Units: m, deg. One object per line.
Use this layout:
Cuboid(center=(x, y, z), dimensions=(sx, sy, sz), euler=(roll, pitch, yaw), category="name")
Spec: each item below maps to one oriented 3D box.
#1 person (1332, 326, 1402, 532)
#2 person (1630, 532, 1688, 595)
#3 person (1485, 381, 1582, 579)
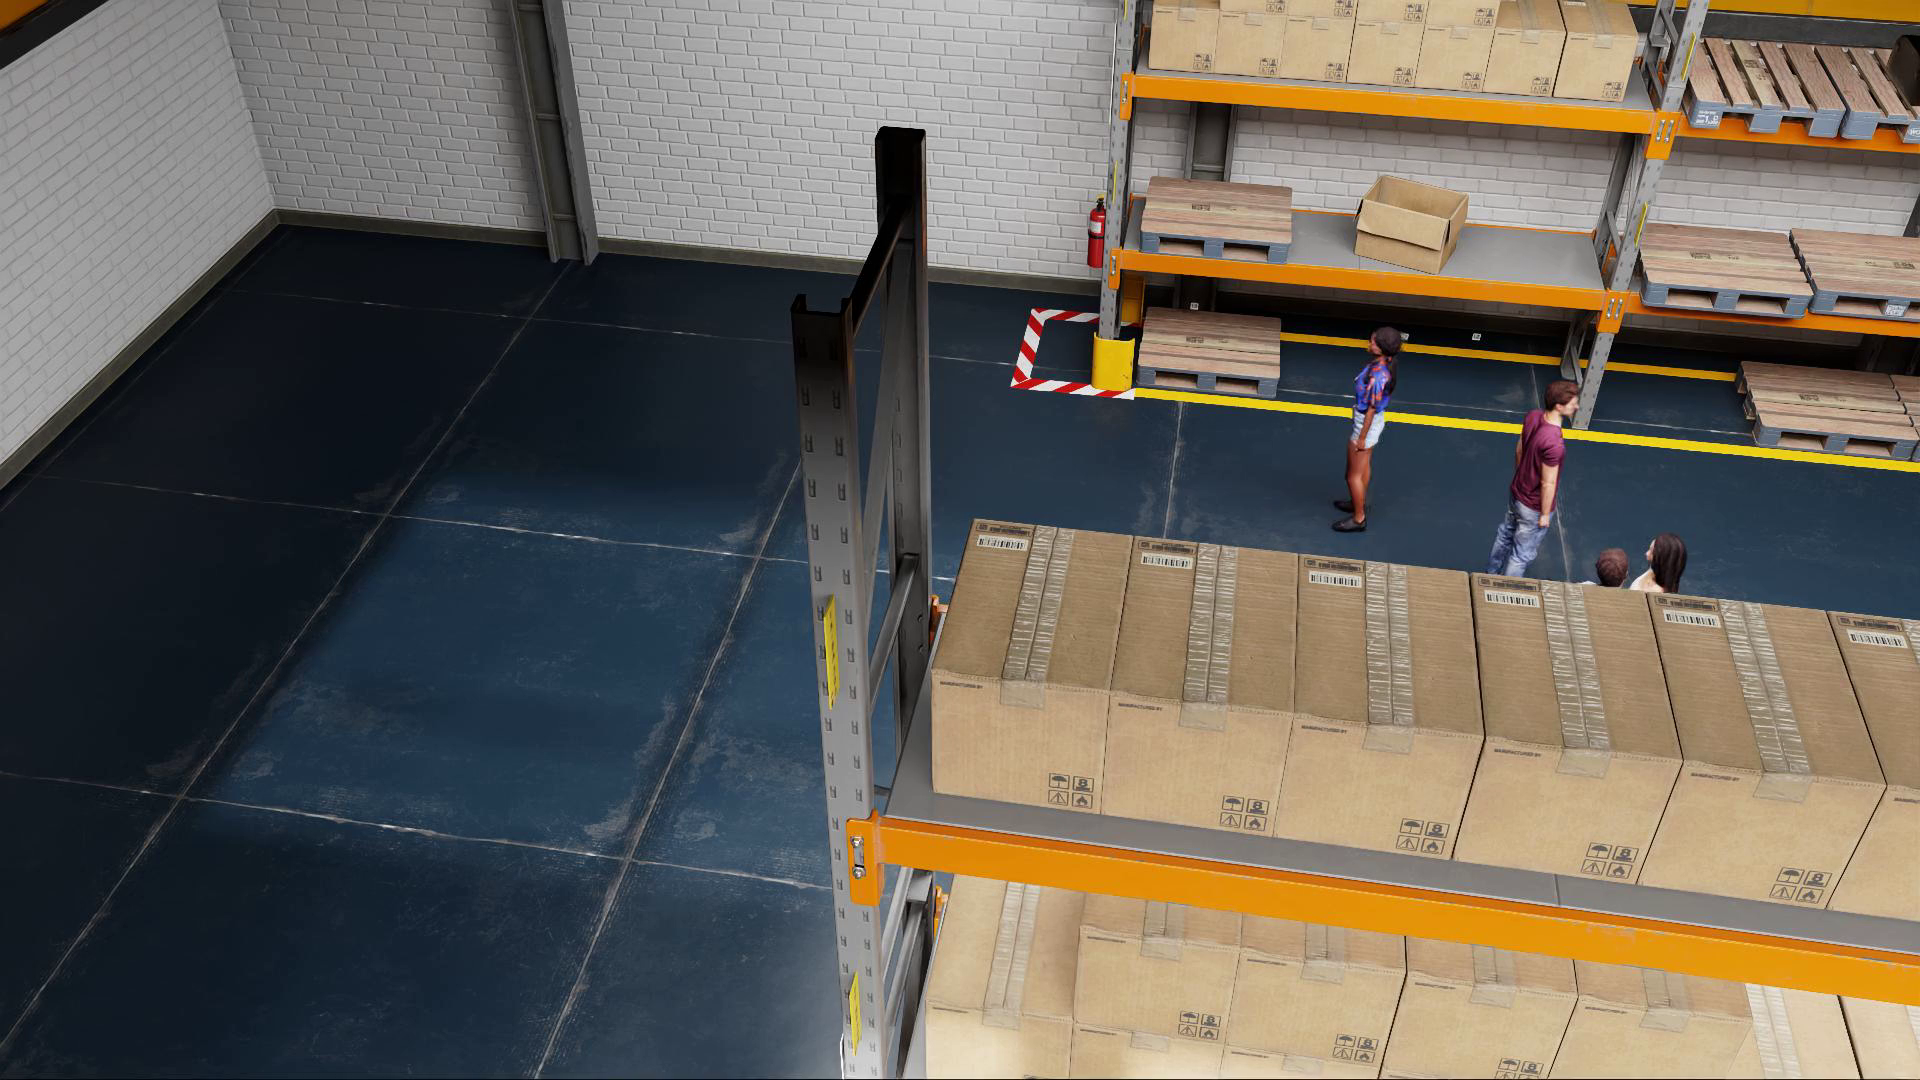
Cuboid(center=(3.056, -0.839, 12.383), dimensions=(0.588, 1.740, 0.639), euler=(16, 41, 19), category="person")
Cuboid(center=(4.238, 0.595, 10.665), dimensions=(0.599, 1.644, 0.902), euler=(6, 39, 8), category="person")
Cuboid(center=(4.004, -0.319, 11.644), dimensions=(0.643, 1.850, 0.710), euler=(-5, 39, -6), category="person")
